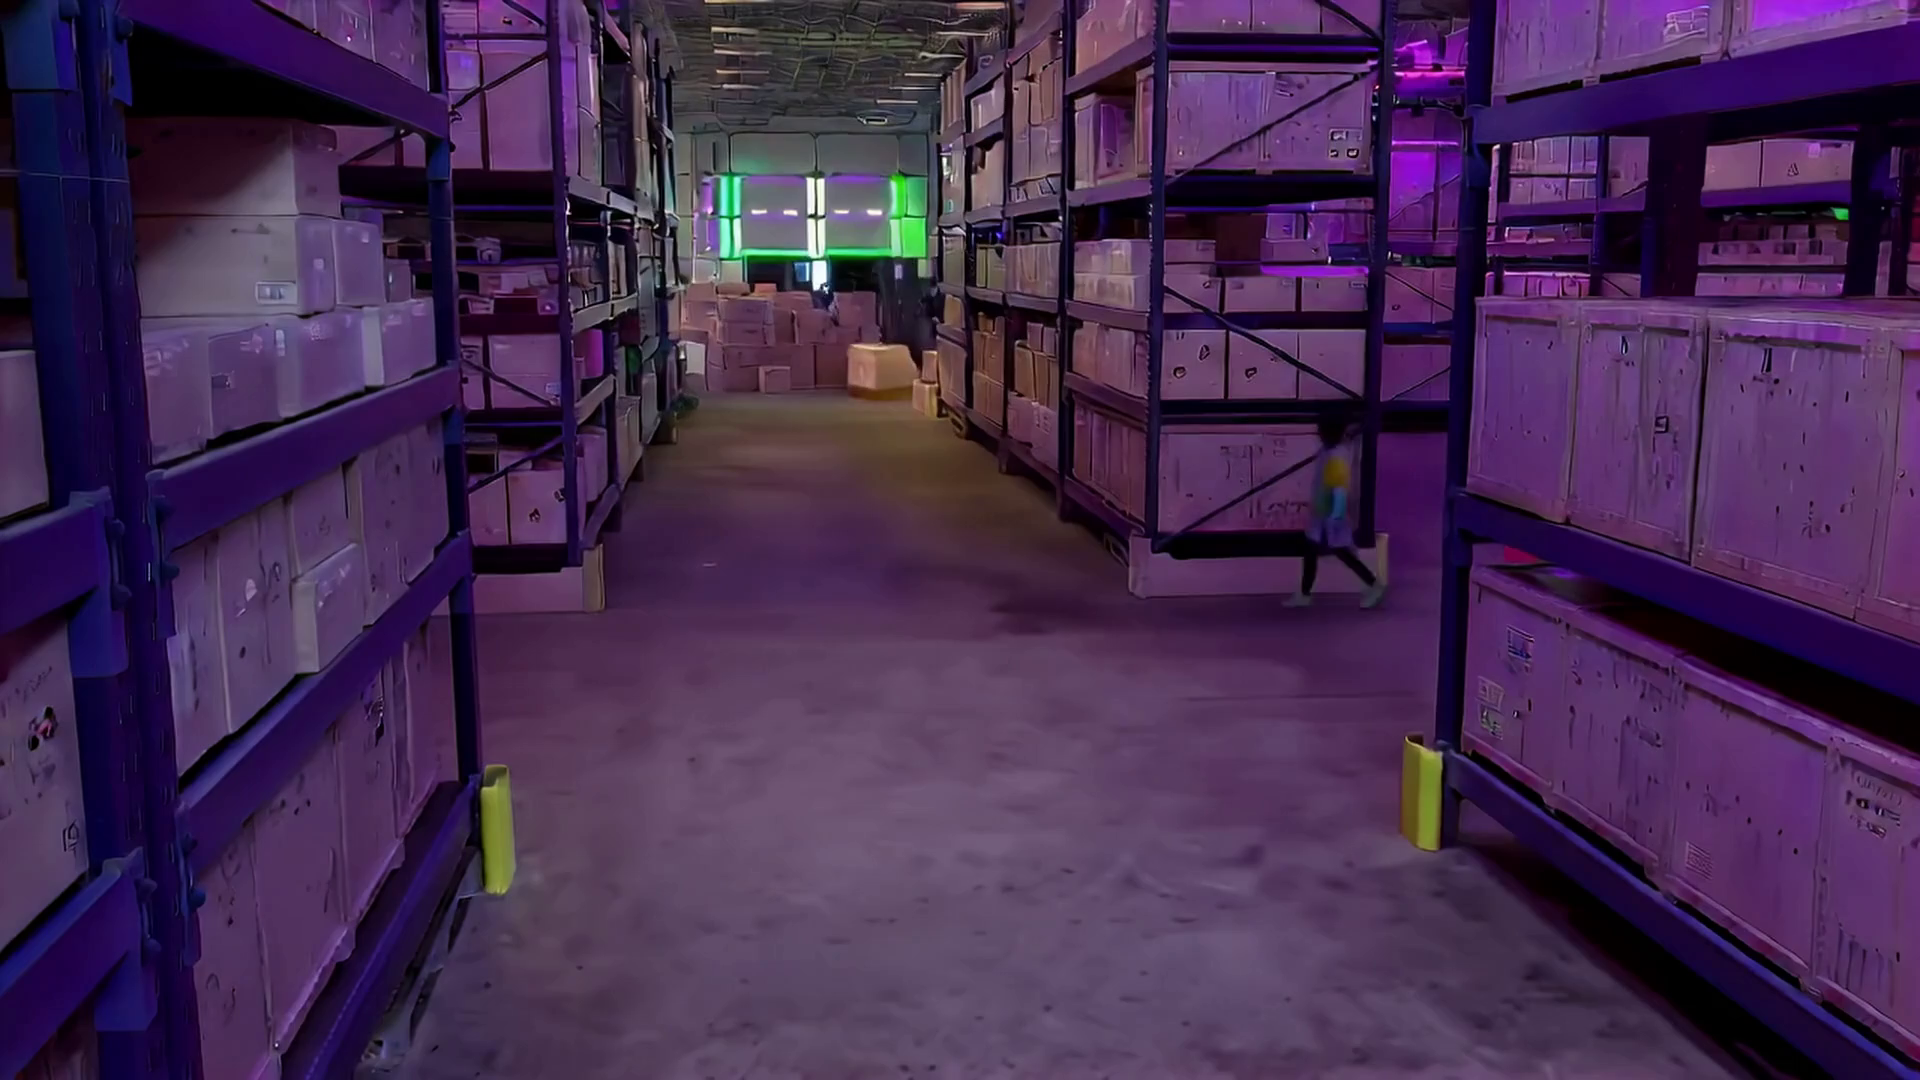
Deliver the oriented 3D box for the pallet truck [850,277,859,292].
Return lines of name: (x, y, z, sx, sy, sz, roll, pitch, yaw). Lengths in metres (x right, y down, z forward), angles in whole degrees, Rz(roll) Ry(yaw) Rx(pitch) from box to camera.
pallet truck: (-3.782, -9.391, 65.808, 1.885, 1.965, 0.823, 2, 10, 10)

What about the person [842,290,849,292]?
person: (-3.066, -6.034, 46.479, 0.622, 1.923, 0.647, -2, 10, -12)

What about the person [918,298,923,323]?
person: (-0.873, -3.992, 34.382, 0.395, 1.993, 0.614, -5, 11, -26)

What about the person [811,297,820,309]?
person: (-3.523, -5.012, 40.752, 0.429, 1.846, 0.633, -6, 11, -30)

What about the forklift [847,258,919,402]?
forklift: (-1.228, -4.208, 33.066, 1.873, 2.768, 1.129, -7, 12, -36)

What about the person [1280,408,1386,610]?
person: (3.070, -0.237, 13.484, 0.817, 1.668, 0.537, -1, 10, -8)

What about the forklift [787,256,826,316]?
forklift: (-5.659, -8.722, 59.345, 1.129, 2.768, 1.873, -6, 12, -33)

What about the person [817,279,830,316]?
person: (-5.331, -9.228, 65.056, 0.589, 1.928, 0.386, 7, 12, 34)
